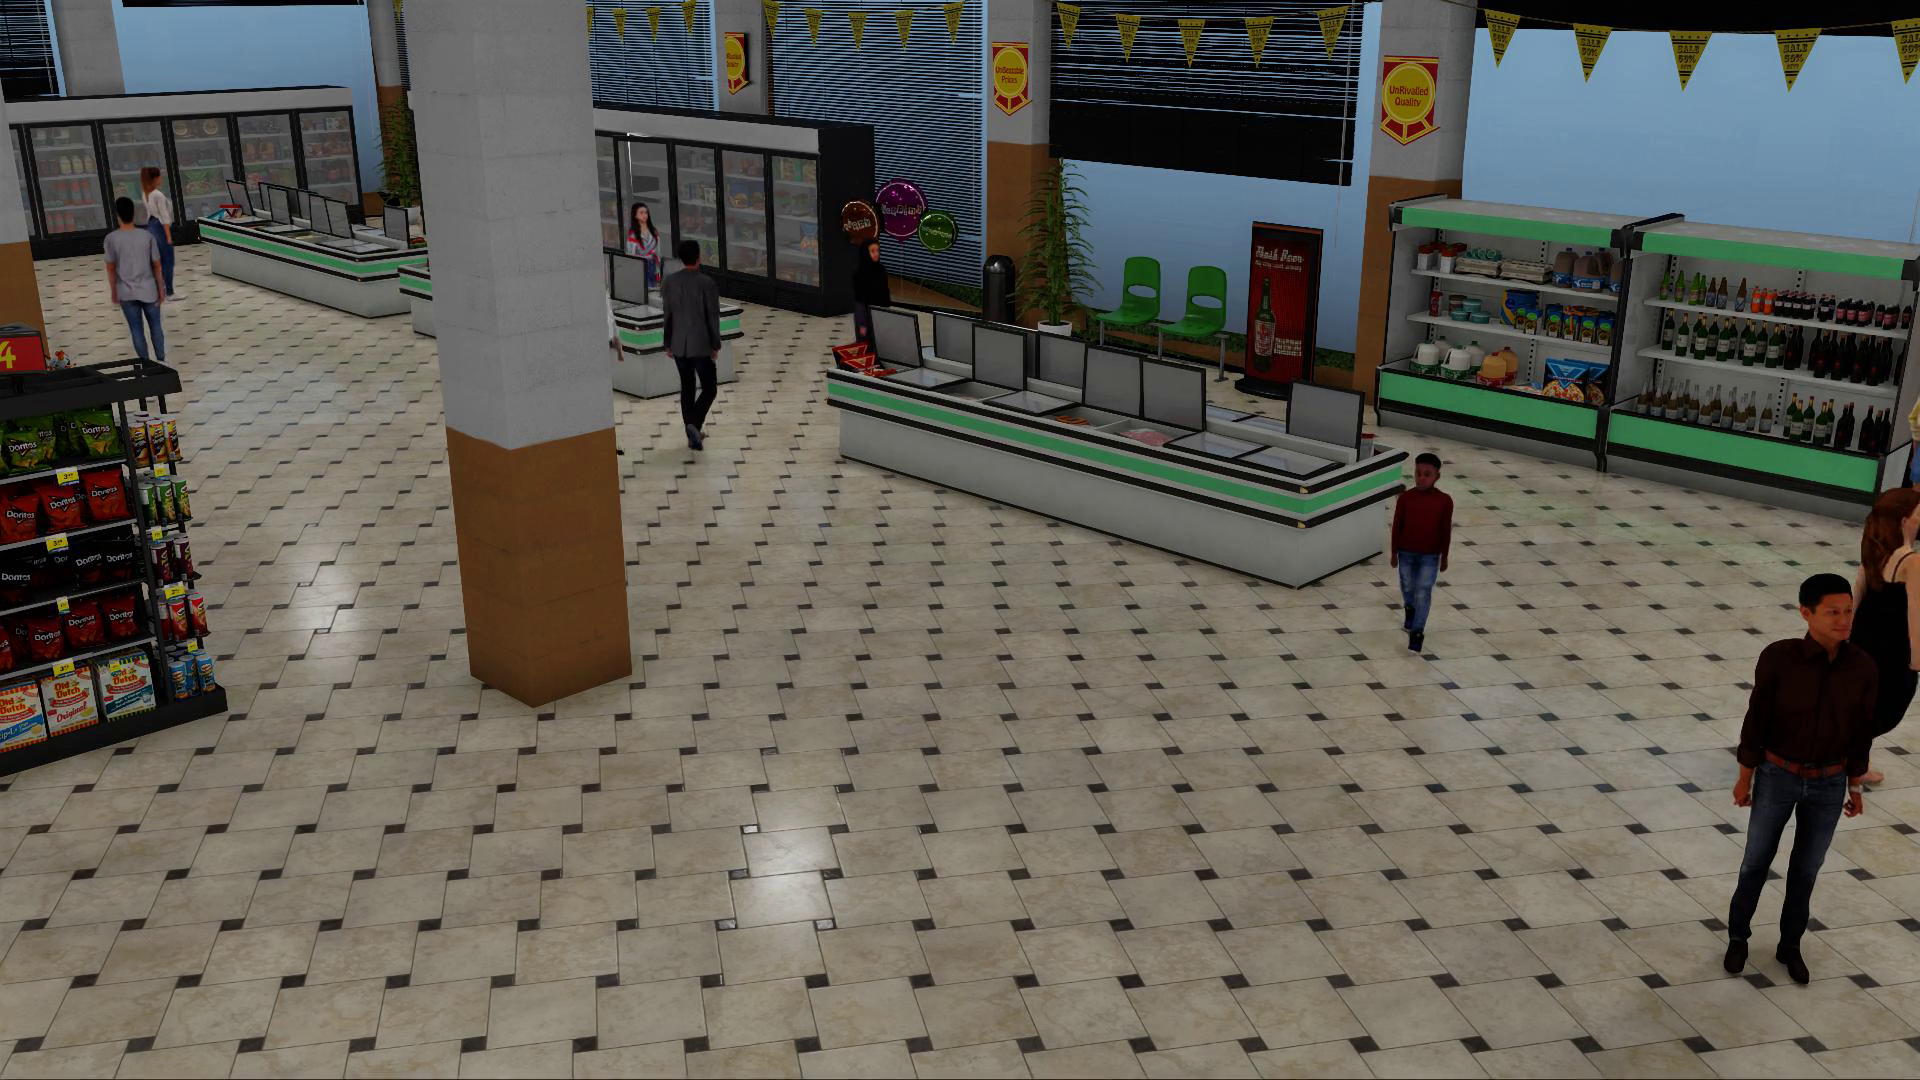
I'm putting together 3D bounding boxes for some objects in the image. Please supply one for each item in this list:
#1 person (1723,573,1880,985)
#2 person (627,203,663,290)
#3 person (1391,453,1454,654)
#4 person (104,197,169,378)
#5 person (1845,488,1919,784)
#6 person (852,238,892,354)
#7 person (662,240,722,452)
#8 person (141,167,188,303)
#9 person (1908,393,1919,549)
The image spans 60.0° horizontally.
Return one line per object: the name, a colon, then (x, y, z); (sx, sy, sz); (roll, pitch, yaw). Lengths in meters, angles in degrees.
person: (3.458, 0.977, 6.857); (0.649, 1.782, 0.785); (5, 19, 14)
person: (-3.669, -3.065, 19.157); (1.042, 1.582, 0.637); (15, 24, 38)
person: (2.899, 0.042, 10.470); (0.867, 1.245, 0.749); (9, 21, 24)
person: (-8.531, -2.579, 17.267); (0.755, 1.869, 0.784); (-12, 22, -31)
person: (4.622, 0.515, 8.495); (0.834, 1.610, 0.777); (-1, 19, -2)
person: (-0.908, -2.209, 16.573); (0.612, 1.610, 0.696); (-18, 25, -42)
person: (-2.367, -1.672, 14.599); (1.055, 1.854, 1.051); (4, 19, 11)
person: (-10.433, -3.989, 21.680); (0.459, 1.721, 0.676); (16, 24, 39)
person: (6.838, -0.555, 11.634); (0.780, 1.631, 0.662); (-5, 19, -15)
